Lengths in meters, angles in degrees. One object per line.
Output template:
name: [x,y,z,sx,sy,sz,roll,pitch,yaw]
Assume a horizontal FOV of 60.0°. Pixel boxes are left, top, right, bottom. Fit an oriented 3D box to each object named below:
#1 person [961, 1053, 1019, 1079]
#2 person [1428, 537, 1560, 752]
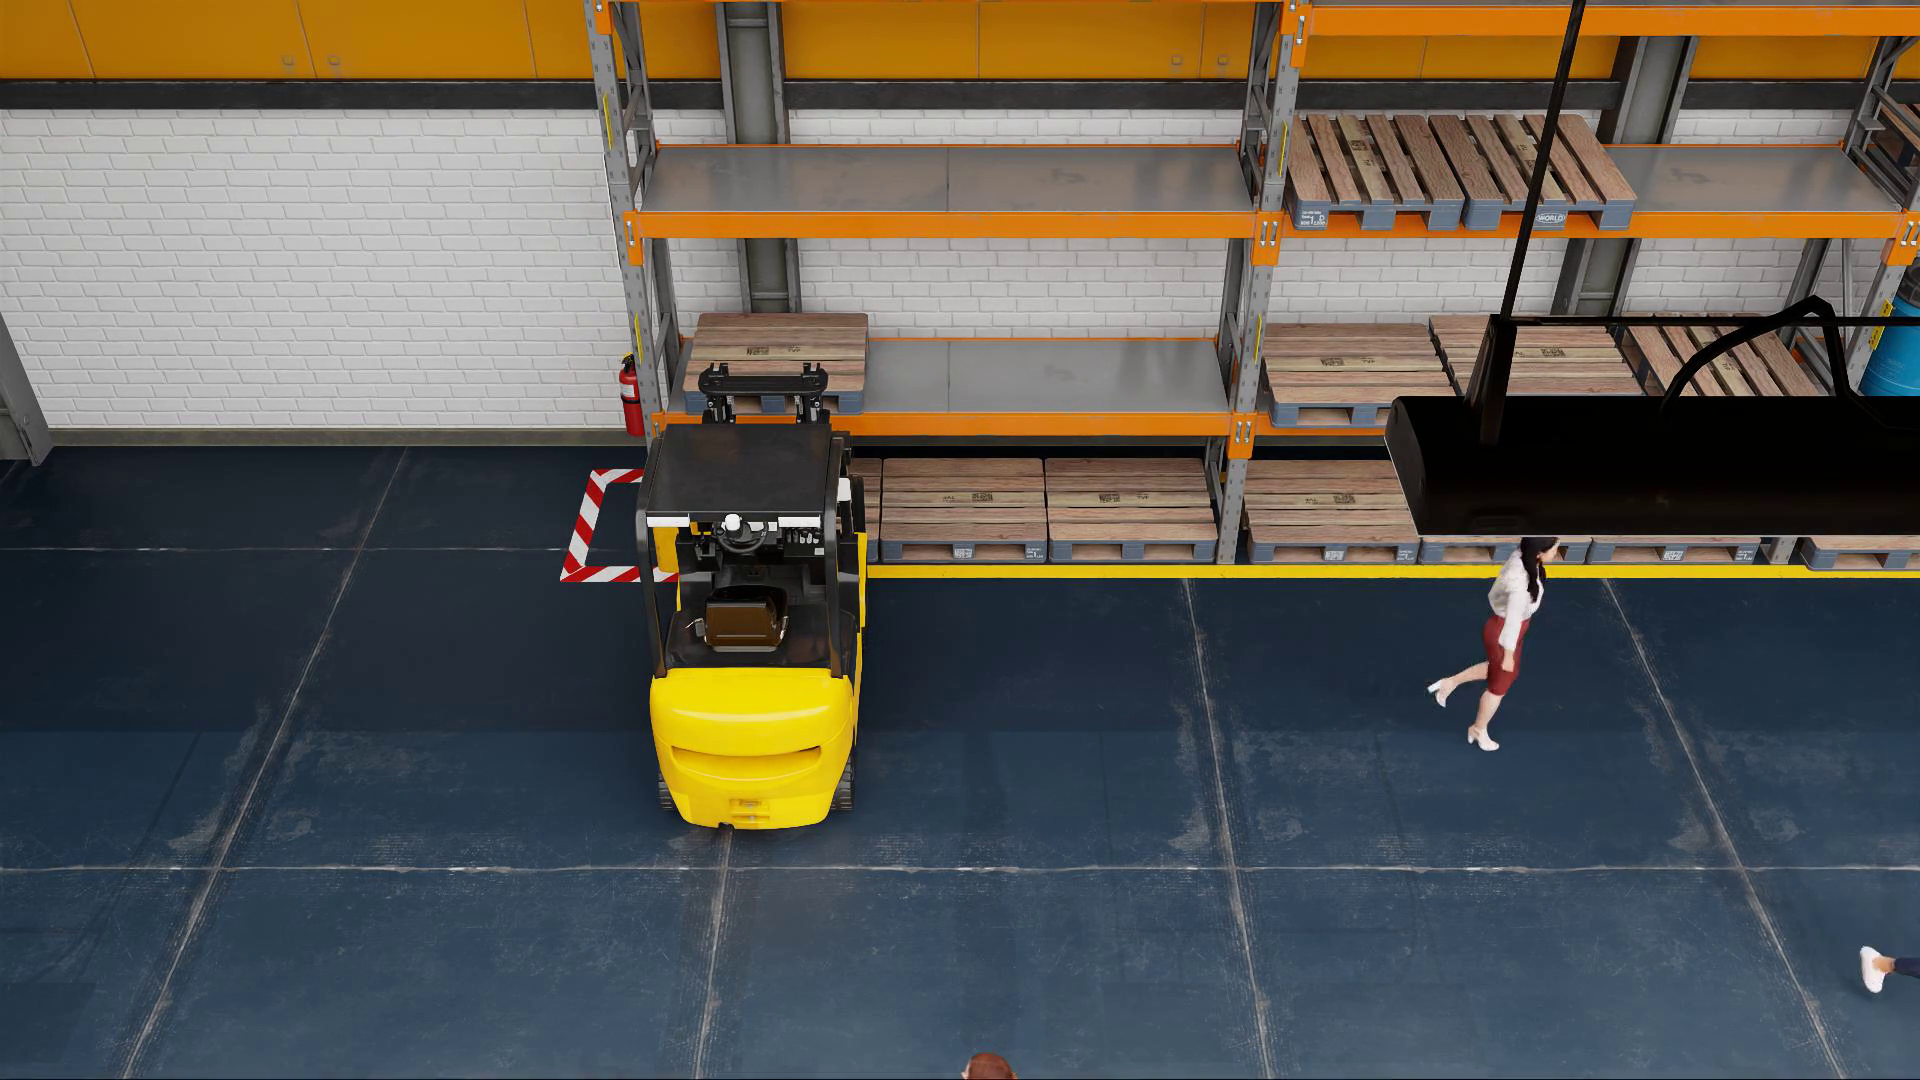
person: [0.172,2.809,7.340,0.621,1.722,0.645,7,39,8]
person: [3.225,0.578,10.122,0.882,1.736,0.798,19,42,22]
